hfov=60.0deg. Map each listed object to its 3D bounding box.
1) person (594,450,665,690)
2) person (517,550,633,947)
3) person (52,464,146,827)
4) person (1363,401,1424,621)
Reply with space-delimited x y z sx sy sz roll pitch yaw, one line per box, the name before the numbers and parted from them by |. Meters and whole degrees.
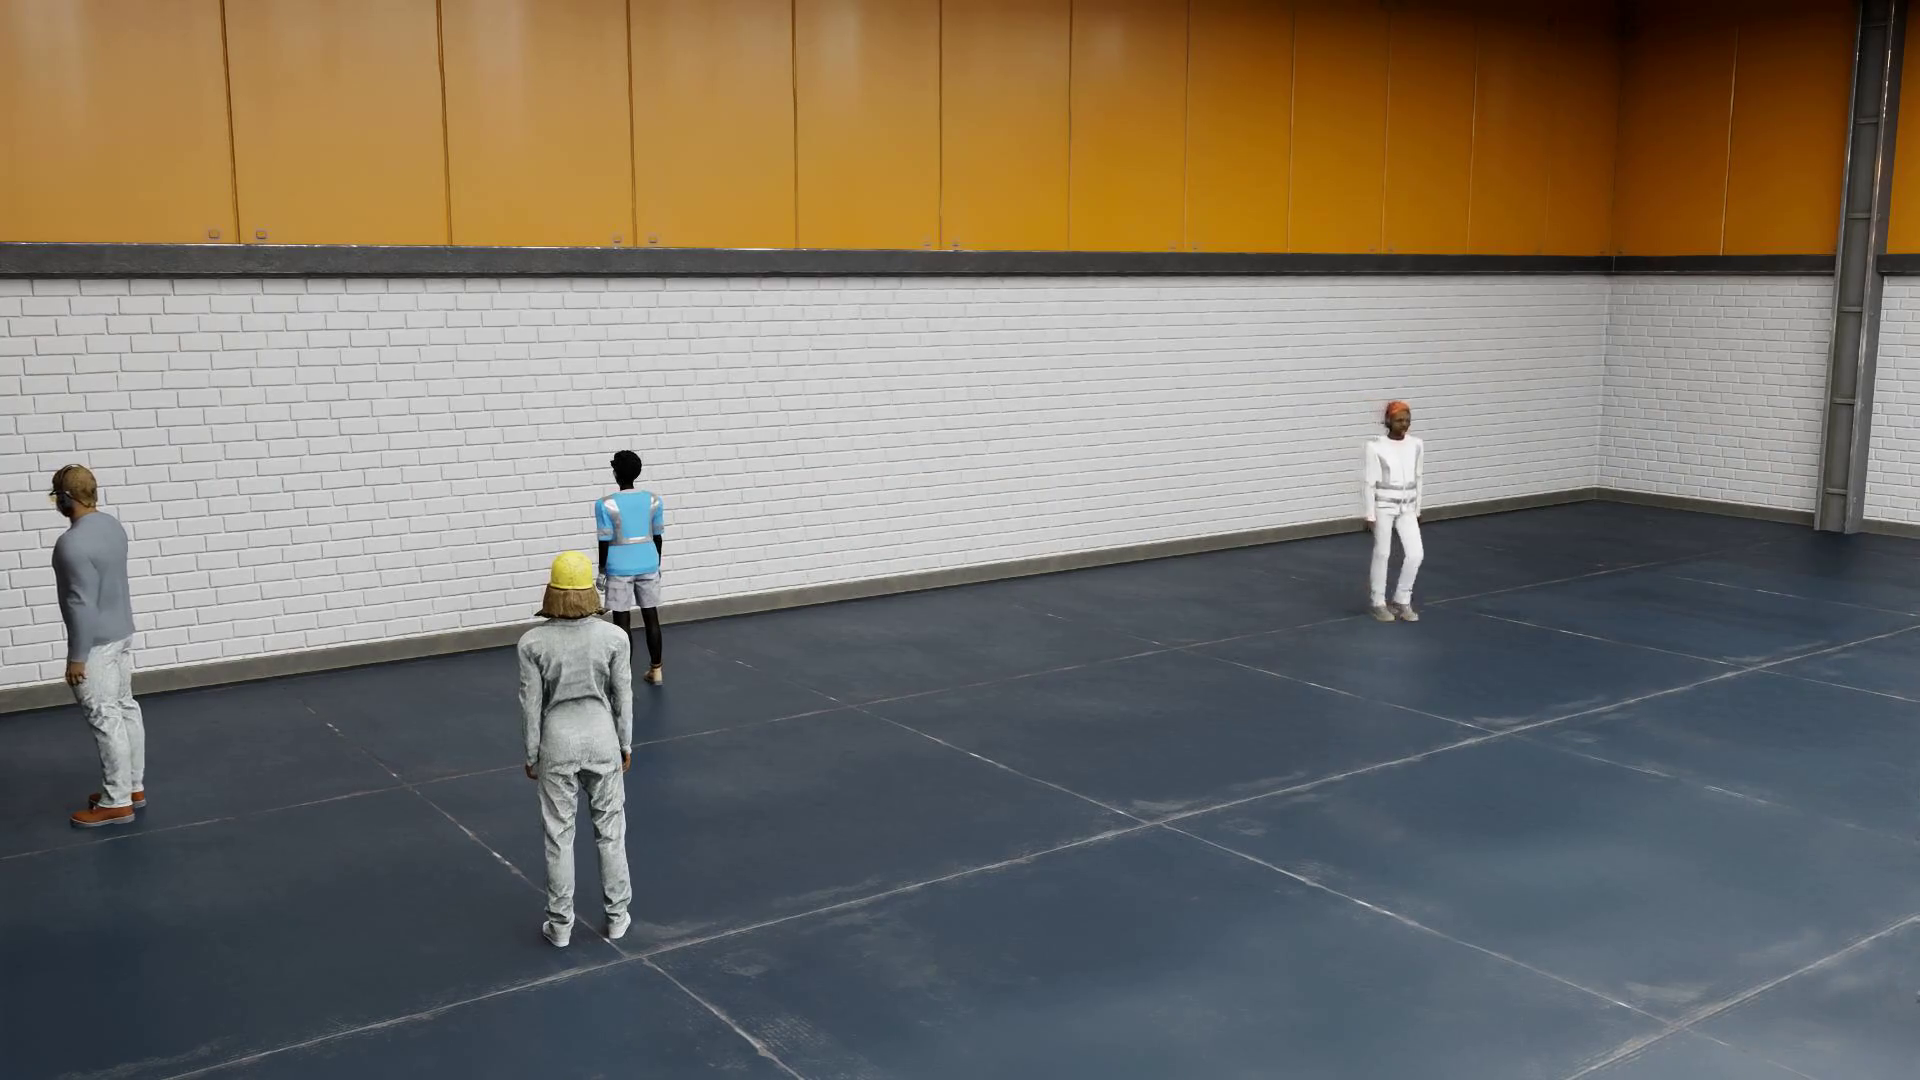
person | -2.323 0.214 11.720 0.537 1.695 0.321 -7 12 -38
person | -1.677 0.909 7.297 0.487 1.744 0.297 -3 10 -19
person | -4.608 0.557 8.874 0.369 1.935 0.630 -1 9 -8
person | 3.655 -0.222 13.901 0.597 1.861 0.594 -3 10 -18
